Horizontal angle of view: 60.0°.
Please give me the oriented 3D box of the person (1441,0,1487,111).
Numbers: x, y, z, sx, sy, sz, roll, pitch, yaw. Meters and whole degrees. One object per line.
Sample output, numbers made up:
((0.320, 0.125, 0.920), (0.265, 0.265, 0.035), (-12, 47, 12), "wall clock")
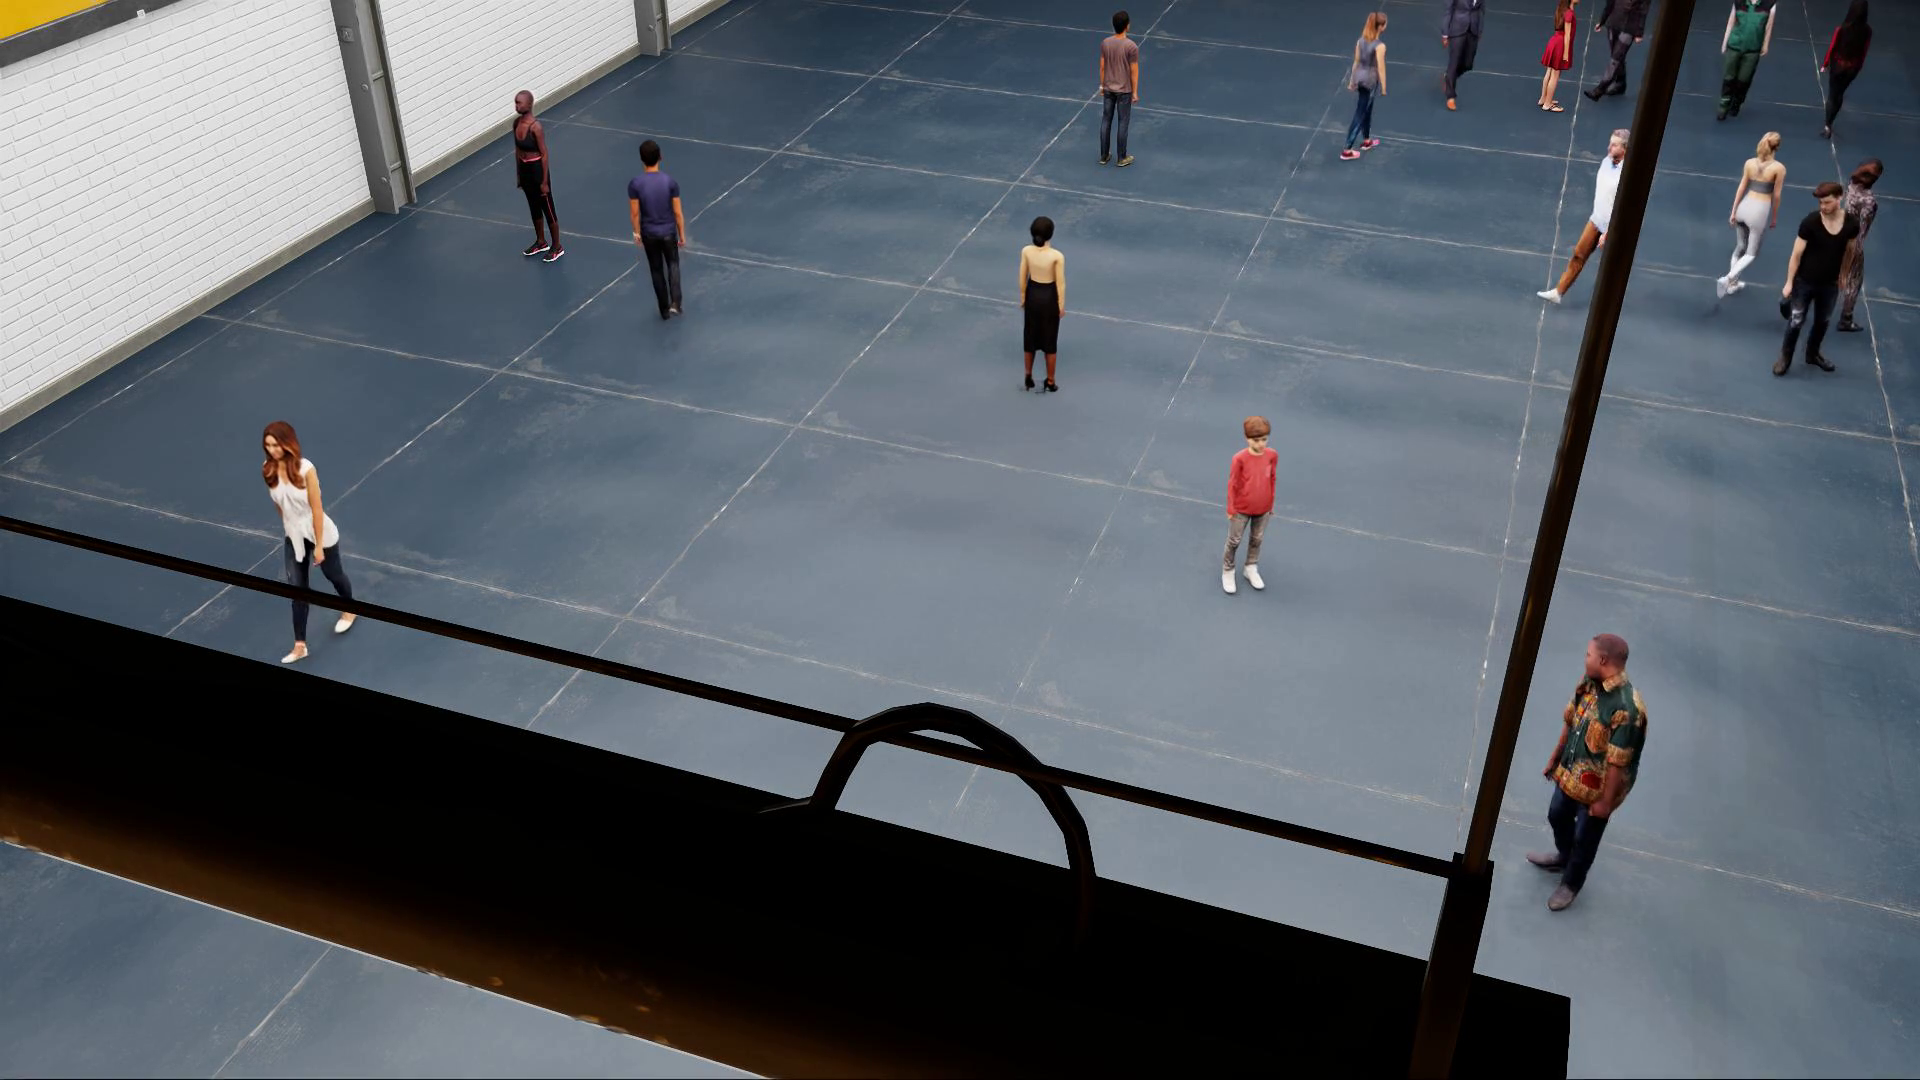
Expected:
((6.305, -6.399, 20.981), (0.928, 1.805, 1.022), (-6, 34, -8), "person")

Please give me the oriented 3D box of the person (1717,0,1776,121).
((9.677, -6.087, 20.497), (0.716, 1.823, 0.707), (17, 37, 24), "person")

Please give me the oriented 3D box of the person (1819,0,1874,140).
((10.635, -5.613, 19.948), (0.659, 1.640, 0.672), (2, 34, 3), "person")

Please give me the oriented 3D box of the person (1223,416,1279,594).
((2.118, -0.273, 12.117), (0.590, 1.416, 0.617), (-8, 34, -12), "person")

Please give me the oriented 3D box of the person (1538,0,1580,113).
((7.549, -6.204, 20.916), (0.690, 1.554, 0.629), (0, 34, 1), "person")

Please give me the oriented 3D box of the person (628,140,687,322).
((-2.843, -2.854, 15.672), (0.833, 1.779, 0.910), (-7, 34, -10), "person")

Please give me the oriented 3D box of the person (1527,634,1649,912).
((3.570, 1.353, 9.342), (0.897, 1.780, 0.803), (-17, 37, -24), "person")

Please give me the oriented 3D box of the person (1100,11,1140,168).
((1.820, -5.213, 19.222), (0.656, 1.779, 0.587), (17, 37, 24), "person")

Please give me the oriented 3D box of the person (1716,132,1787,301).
((7.653, -3.108, 16.136), (1.013, 1.688, 0.844), (-26, 41, -33), "person")

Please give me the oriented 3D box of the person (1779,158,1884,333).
((8.232, -2.758, 15.607), (0.901, 1.692, 1.064), (0, 34, 1), "person")

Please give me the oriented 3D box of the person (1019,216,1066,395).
((0.716, -2.059, 14.590), (0.573, 1.653, 0.554), (14, 36, 20), "person")

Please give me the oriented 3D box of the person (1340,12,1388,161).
((4.659, -5.256, 19.355), (0.982, 1.702, 0.901), (-18, 37, -24), "person")

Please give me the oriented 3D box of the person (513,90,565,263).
((-4.339, -3.741, 17.025), (0.644, 1.758, 0.612), (21, 39, 28), "person")

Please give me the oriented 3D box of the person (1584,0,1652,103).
((8.469, -6.475, 21.101), (1.218, 1.799, 1.156), (-15, 36, -21), "person")

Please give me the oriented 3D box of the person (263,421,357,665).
((-4.440, -0.067, 11.504), (0.700, 1.752, 1.048), (6, 34, 8), "person")

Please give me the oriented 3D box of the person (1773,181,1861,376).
((7.646, -2.322, 14.810), (0.893, 1.847, 0.750), (-3, 34, -4), "person")

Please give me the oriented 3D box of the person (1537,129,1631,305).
((6.296, -3.047, 15.952), (1.143, 1.789, 1.111), (-12, 35, -18), "person")
